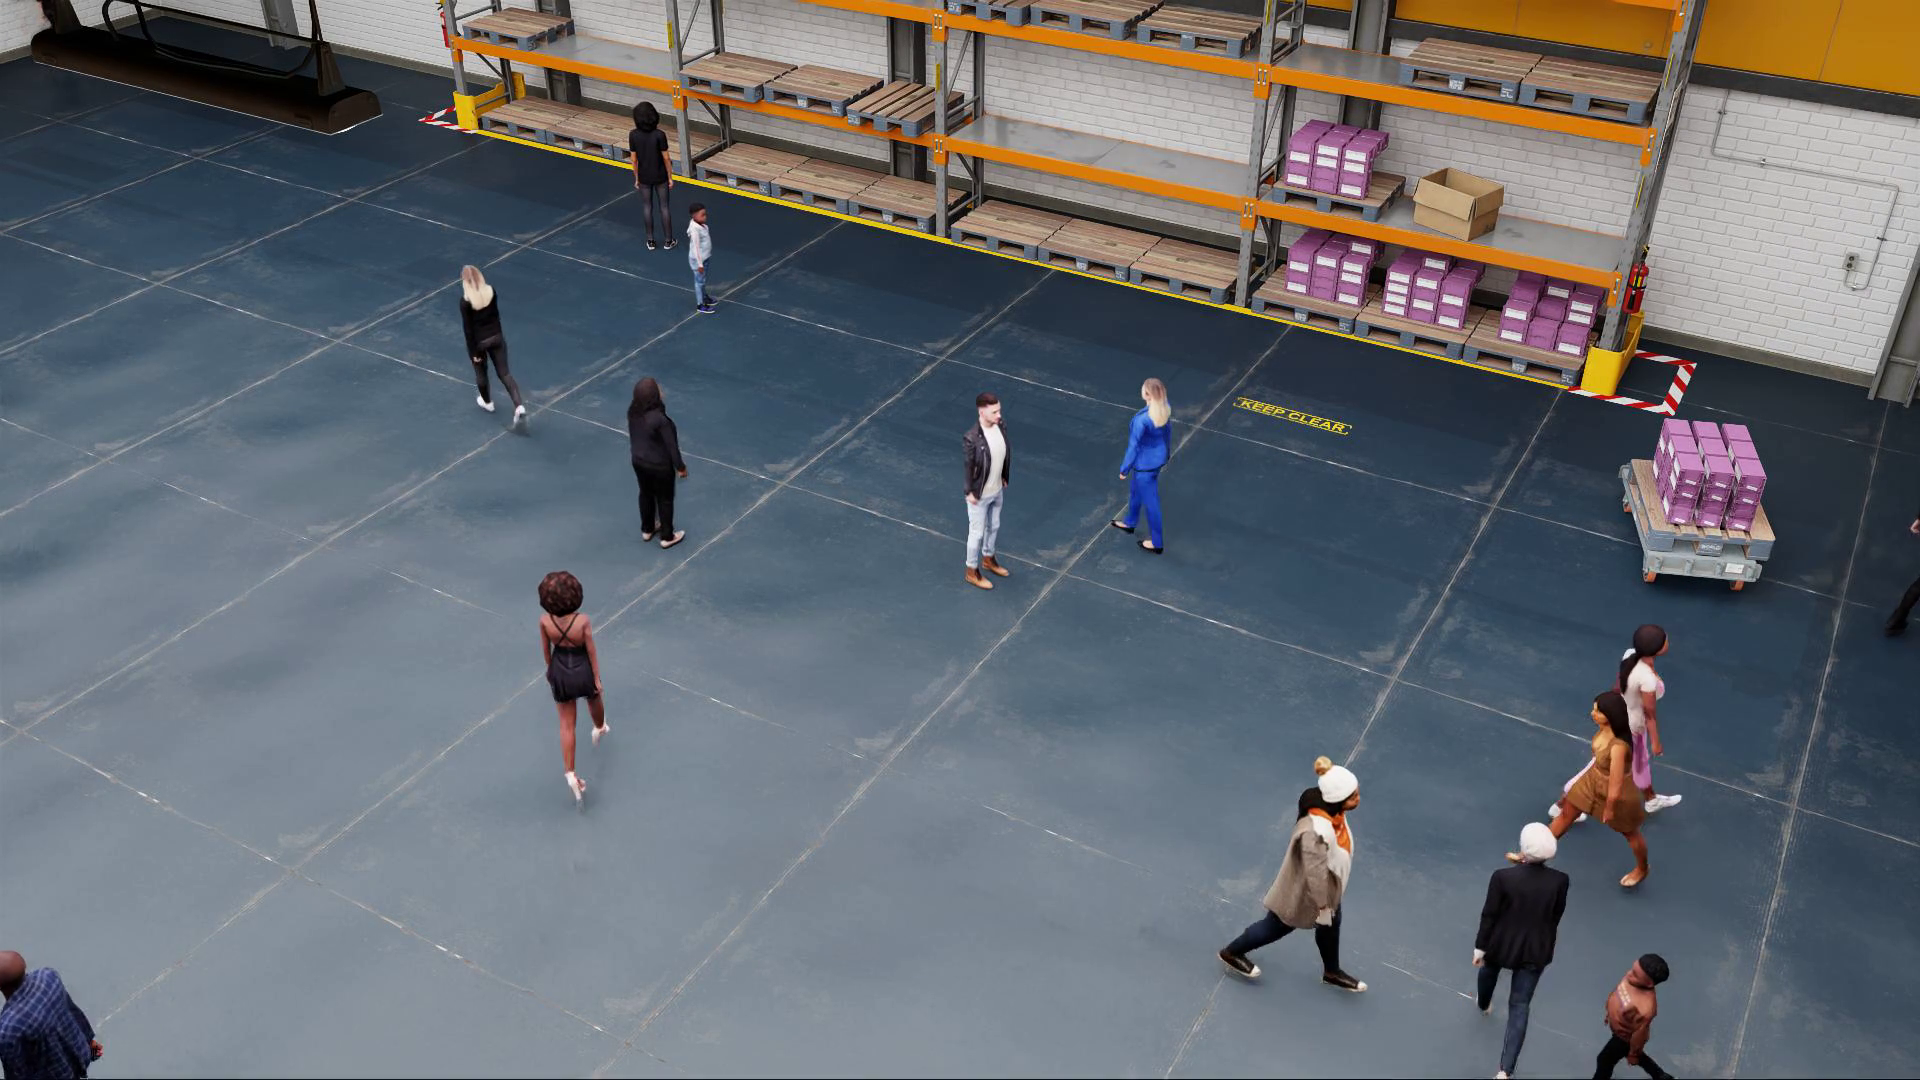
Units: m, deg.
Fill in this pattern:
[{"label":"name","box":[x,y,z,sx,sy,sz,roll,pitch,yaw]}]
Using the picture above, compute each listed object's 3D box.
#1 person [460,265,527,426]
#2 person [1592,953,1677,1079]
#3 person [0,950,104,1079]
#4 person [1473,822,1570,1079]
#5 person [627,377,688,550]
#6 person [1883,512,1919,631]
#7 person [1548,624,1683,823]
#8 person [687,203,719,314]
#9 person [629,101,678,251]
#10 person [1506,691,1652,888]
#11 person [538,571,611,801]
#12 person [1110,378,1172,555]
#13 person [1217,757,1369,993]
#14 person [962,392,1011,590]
[{"label":"person","box":[-4.632,-1.910,16.471,0.835,1.660,1.181,-26,42,-34]},{"label":"person","box":[3.948,2.858,9.675,0.919,1.241,0.687,6,34,9]},{"label":"person","box":[-4.868,2.890,9.122,0.980,1.800,0.897,1,34,2]},{"label":"person","box":[3.246,2.473,9.710,1.229,1.754,0.891,9,35,13]},{"label":"person","box":[-2.702,-0.679,14.662,0.577,1.611,0.761,22,39,29]},{"label":"person","box":[7.962,-0.001,13.542,1.067,1.723,1.210,-19,38,-26]},{"label":"person","box":[4.535,1.330,11.568,1.229,1.690,0.910,3,34,5]},{"label":"person","box":[-2.938,-3.207,18.783,0.588,1.260,0.553,3,34,5]},{"label":"person","box":[-3.709,-4.394,20.047,0.636,1.838,0.769,1,34,2]},{"label":"person","box":[4.392,1.703,11.088,1.233,1.601,0.989,-2,34,-4]},{"label":"person","box":[-2.787,1.060,11.926,1.112,1.745,1.015,0,34,0]},{"label":"person","box":[1.728,-0.614,14.500,0.871,1.682,0.700,22,39,29]},{"label":"person","box":[2.051,2.086,10.294,1.189,1.842,0.722,13,36,19]},{"label":"person","box":[0.202,-0.441,14.106,0.634,1.831,0.693,28,43,35]}]
